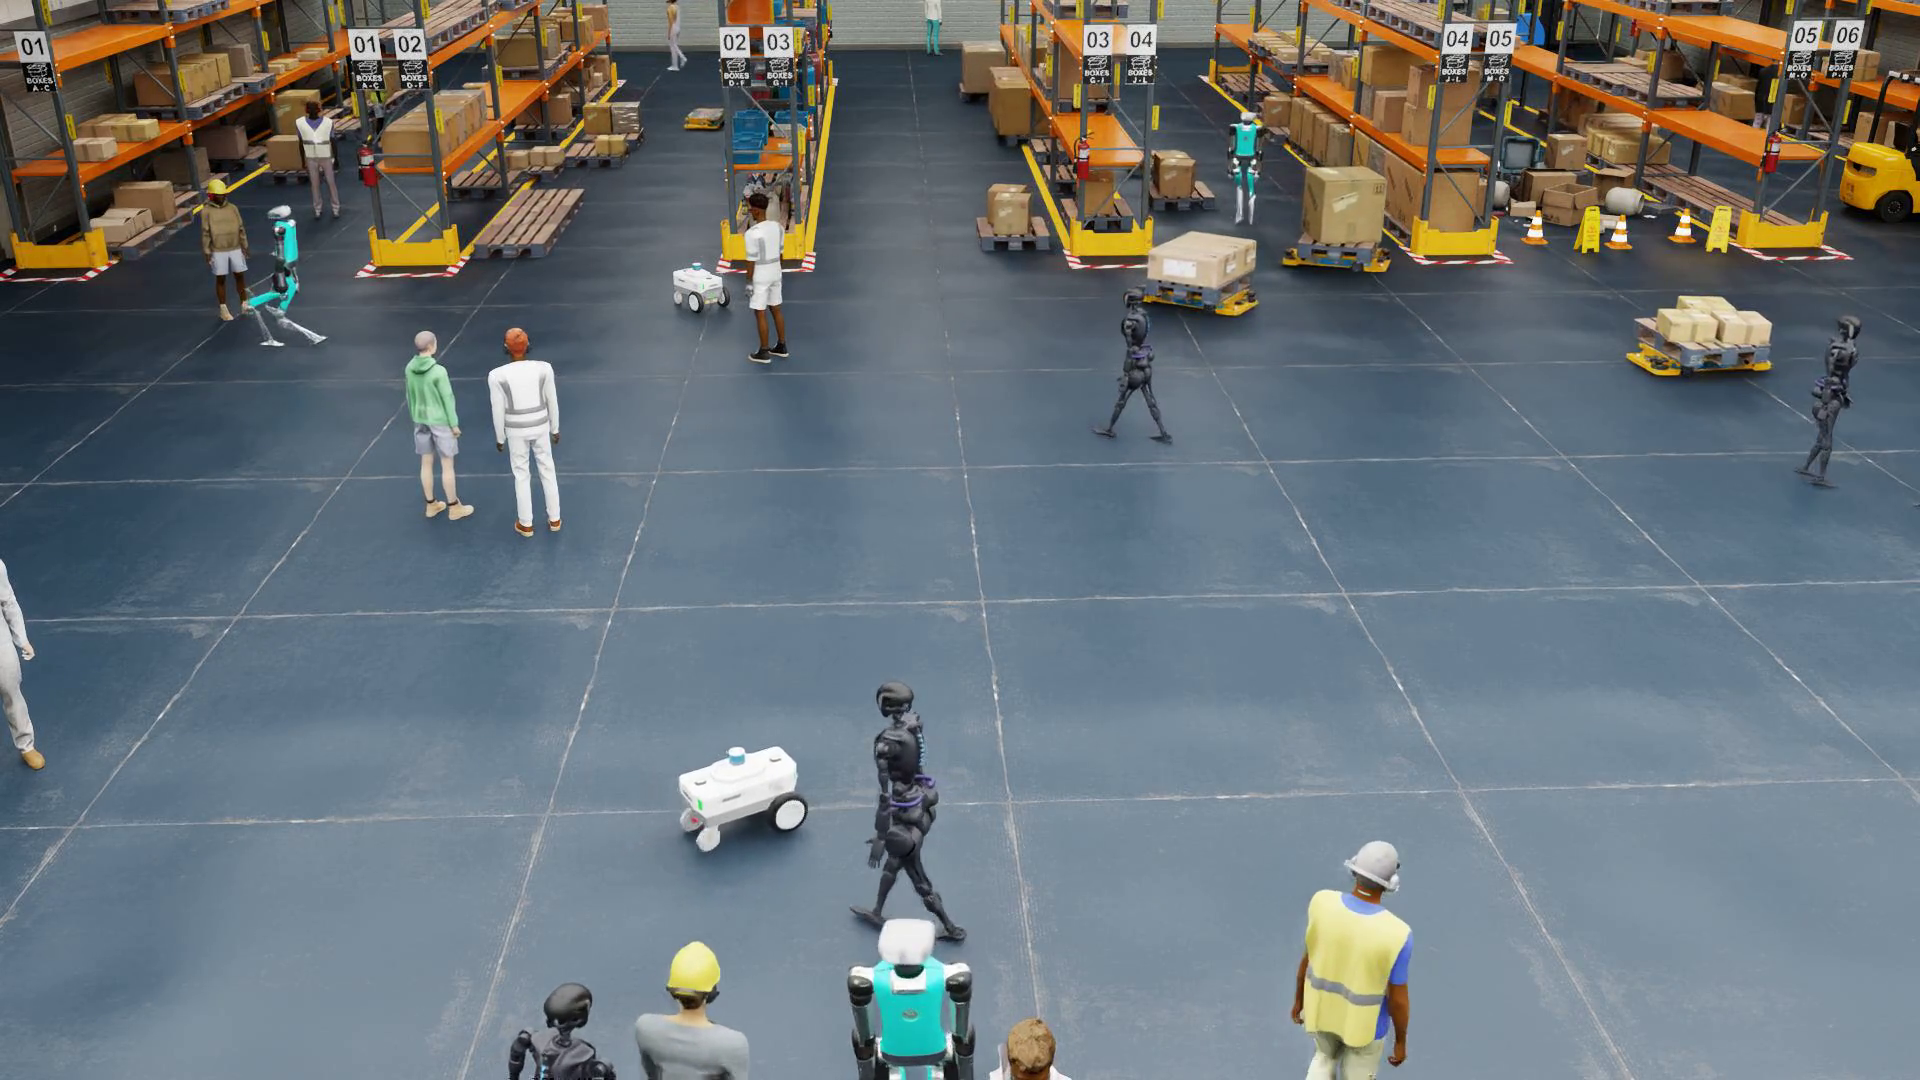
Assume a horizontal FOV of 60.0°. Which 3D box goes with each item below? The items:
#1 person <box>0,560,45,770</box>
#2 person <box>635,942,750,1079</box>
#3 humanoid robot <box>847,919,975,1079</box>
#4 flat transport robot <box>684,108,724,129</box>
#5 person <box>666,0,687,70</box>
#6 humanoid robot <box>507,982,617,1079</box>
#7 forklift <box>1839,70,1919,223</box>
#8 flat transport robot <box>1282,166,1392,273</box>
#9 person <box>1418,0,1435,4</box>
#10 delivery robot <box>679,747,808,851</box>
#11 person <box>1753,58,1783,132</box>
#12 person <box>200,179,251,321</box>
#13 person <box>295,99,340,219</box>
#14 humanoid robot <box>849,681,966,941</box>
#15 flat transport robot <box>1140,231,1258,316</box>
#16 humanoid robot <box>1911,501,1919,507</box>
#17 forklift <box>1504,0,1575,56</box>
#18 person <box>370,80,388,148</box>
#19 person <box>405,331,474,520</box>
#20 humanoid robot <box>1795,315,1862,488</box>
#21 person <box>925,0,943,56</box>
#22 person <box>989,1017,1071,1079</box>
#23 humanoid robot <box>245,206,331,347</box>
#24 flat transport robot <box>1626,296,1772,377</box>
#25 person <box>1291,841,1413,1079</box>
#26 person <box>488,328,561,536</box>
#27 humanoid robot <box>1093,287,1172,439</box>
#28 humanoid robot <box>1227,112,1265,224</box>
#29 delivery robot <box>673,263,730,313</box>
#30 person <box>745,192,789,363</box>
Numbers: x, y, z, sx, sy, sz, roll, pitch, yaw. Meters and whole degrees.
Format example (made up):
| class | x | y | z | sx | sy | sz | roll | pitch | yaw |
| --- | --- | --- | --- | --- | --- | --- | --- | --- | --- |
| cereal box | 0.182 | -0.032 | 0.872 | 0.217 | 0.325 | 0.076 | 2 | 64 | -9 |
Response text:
| class | x | y | z | sx | sy | sz | roll | pitch | yaw |
| --- | --- | --- | --- | --- | --- | --- | --- | --- | --- |
| person | -6.435 | 0.694 | 10.924 | 0.569 | 1.889 | 0.373 | -16 | 29 | -32 |
| person | -1.111 | 2.473 | 7.128 | 0.515 | 1.714 | 0.887 | 3 | 24 | 8 |
| humanoid robot | -0.202 | 2.335 | 7.482 | 0.546 | 1.814 | 0.792 | 0 | 24 | -1 |
| flat transport robot | -5.121 | -8.497 | 33.564 | 0.659 | 0.231 | 1.431 | 1 | 24 | 1 |
| person | -6.926 | -12.281 | 40.118 | 0.446 | 1.849 | 0.552 | 6 | 25 | 14 |
| humanoid robot | -1.662 | 2.559 | 7.022 | 0.614 | 1.634 | 0.658 | 10 | 26 | 21 |
| forklift | 15.132 | -6.143 | 25.915 | 2.313 | 2.155 | 1.214 | -1 | 24 | -2 |
| flat transport robot | 5.314 | -3.982 | 23.420 | 1.431 | 0.231 | 0.659 | 8 | 25 | 17 |
| person | 11.730 | -13.081 | 41.987 | 0.401 | 1.798 | 0.596 | -14 | 28 | -29 |
| delivery robot | -1.378 | 1.599 | 10.551 | 0.811 | 0.613 | 0.499 | -14 | 28 | -29 |
| person | 14.832 | -8.009 | 30.518 | 0.410 | 1.855 | 0.532 | -20 | 31 | -37 |
| person | -9.202 | -3.648 | 20.843 | 0.553 | 1.757 | 0.411 | -18 | 30 | -35 |
| person | -9.965 | -5.937 | 25.888 | 0.559 | 1.839 | 0.388 | -6 | 25 | -14 |
| humanoid robot | -0.305 | 1.542 | 9.336 | 0.657 | 1.639 | 0.603 | 10 | 26 | 21 |
| flat transport robot | 3.083 | -3.164 | 21.581 | 1.431 | 0.231 | 0.659 | 15 | 28 | 30 |
| humanoid robot | 9.079 | -1.066 | 15.130 | 0.590 | 1.650 | 0.346 | -17 | 29 | -33 |
| forklift | 14.700 | -13.805 | 42.301 | 1.873 | 2.768 | 1.129 | -1 | 24 | -2 |
| person | -10.879 | -8.219 | 31.192 | 0.320 | 1.694 | 0.532 | -7 | 25 | -15 |
| person | -4.732 | -1.026 | 14.964 | 0.473 | 1.742 | 0.324 | 9 | 26 | 20 |
| humanoid robot | 8.314 | -1.330 | 15.745 | 0.497 | 1.646 | 0.615 | 21 | 32 | 39 |
| person | -0.670 | -13.293 | 42.498 | 0.523 | 1.769 | 0.320 | 20 | 31 | 37 |
| person | 0.243 | 2.643 | 6.514 | 0.489 | 1.914 | 0.374 | -6 | 25 | -13 |
| humanoid robot | -8.005 | -3.028 | 19.471 | 1.028 | 1.735 | 0.562 | -1 | 24 | -2 |
| flat transport robot | 8.533 | -2.116 | 19.226 | 1.431 | 0.231 | 0.659 | -4 | 24 | -9 |
| person | 1.781 | 2.183 | 7.587 | 0.556 | 1.878 | 0.471 | 17 | 29 | 34 |
| person | -3.801 | -0.946 | 14.616 | 0.572 | 1.882 | 0.357 | -11 | 26 | -24 |
| humanoid robot | 1.773 | -1.773 | 16.787 | 0.806 | 1.616 | 0.602 | 10 | 26 | 21 |
| humanoid robot | 4.358 | -5.635 | 25.429 | 0.537 | 1.870 | 0.717 | 6 | 25 | 13 |
| delivery robot | -3.362 | -3.262 | 21.455 | 0.499 | 0.599 | 0.774 | -21 | 31 | -39 |
| person | -2.260 | -3.036 | 19.226 | 0.366 | 1.956 | 0.602 | 16 | 29 | 32 |
